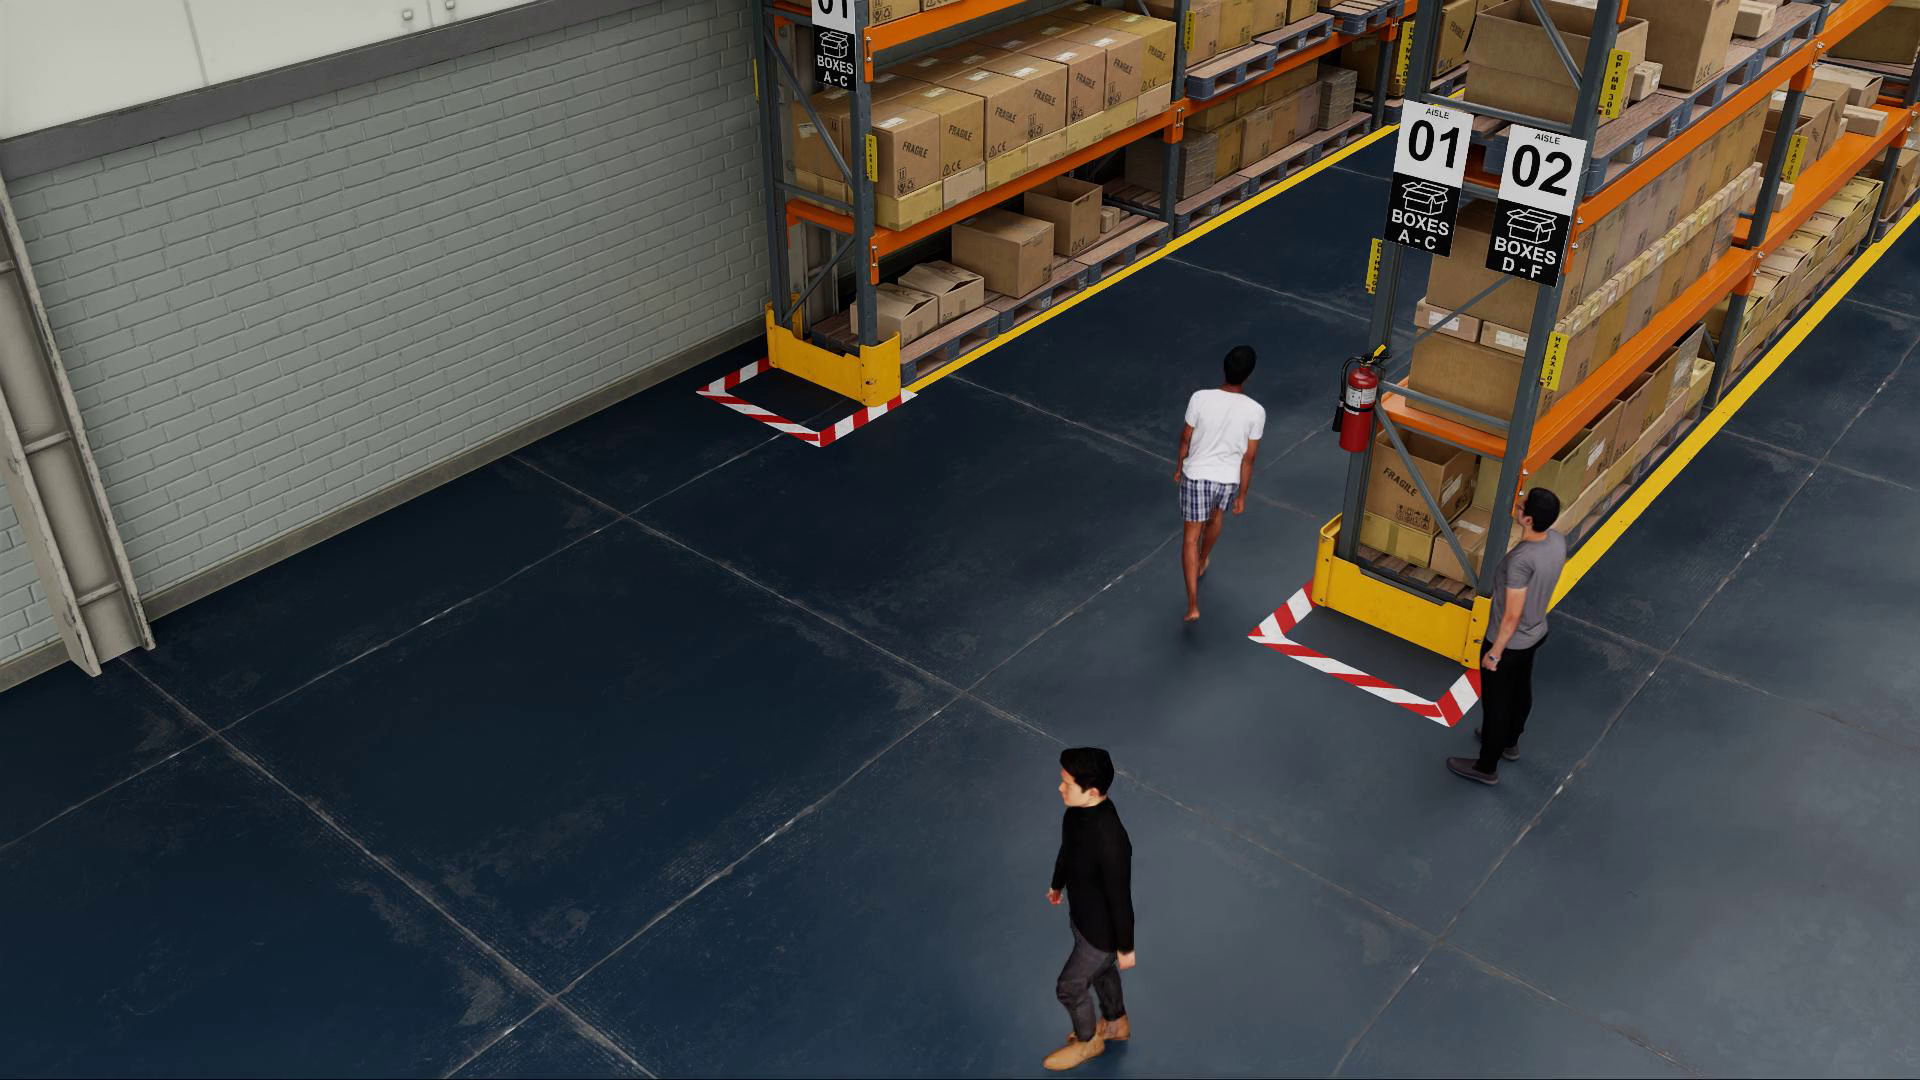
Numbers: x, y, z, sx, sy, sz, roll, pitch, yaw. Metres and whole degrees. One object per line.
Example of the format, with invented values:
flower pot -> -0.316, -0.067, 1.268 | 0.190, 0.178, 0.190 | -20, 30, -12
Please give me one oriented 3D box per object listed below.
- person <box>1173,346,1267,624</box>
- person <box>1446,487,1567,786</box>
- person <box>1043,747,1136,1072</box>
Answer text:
person -> 1.503, -0.290, 9.952 | 1.069, 1.677, 1.239 | 1, 33, 1
person -> 2.897, 0.491, 8.680 | 0.681, 1.754, 0.463 | 26, 41, 34
person -> 0.653, 1.568, 7.064 | 0.868, 1.711, 0.821 | -5, 33, -8
